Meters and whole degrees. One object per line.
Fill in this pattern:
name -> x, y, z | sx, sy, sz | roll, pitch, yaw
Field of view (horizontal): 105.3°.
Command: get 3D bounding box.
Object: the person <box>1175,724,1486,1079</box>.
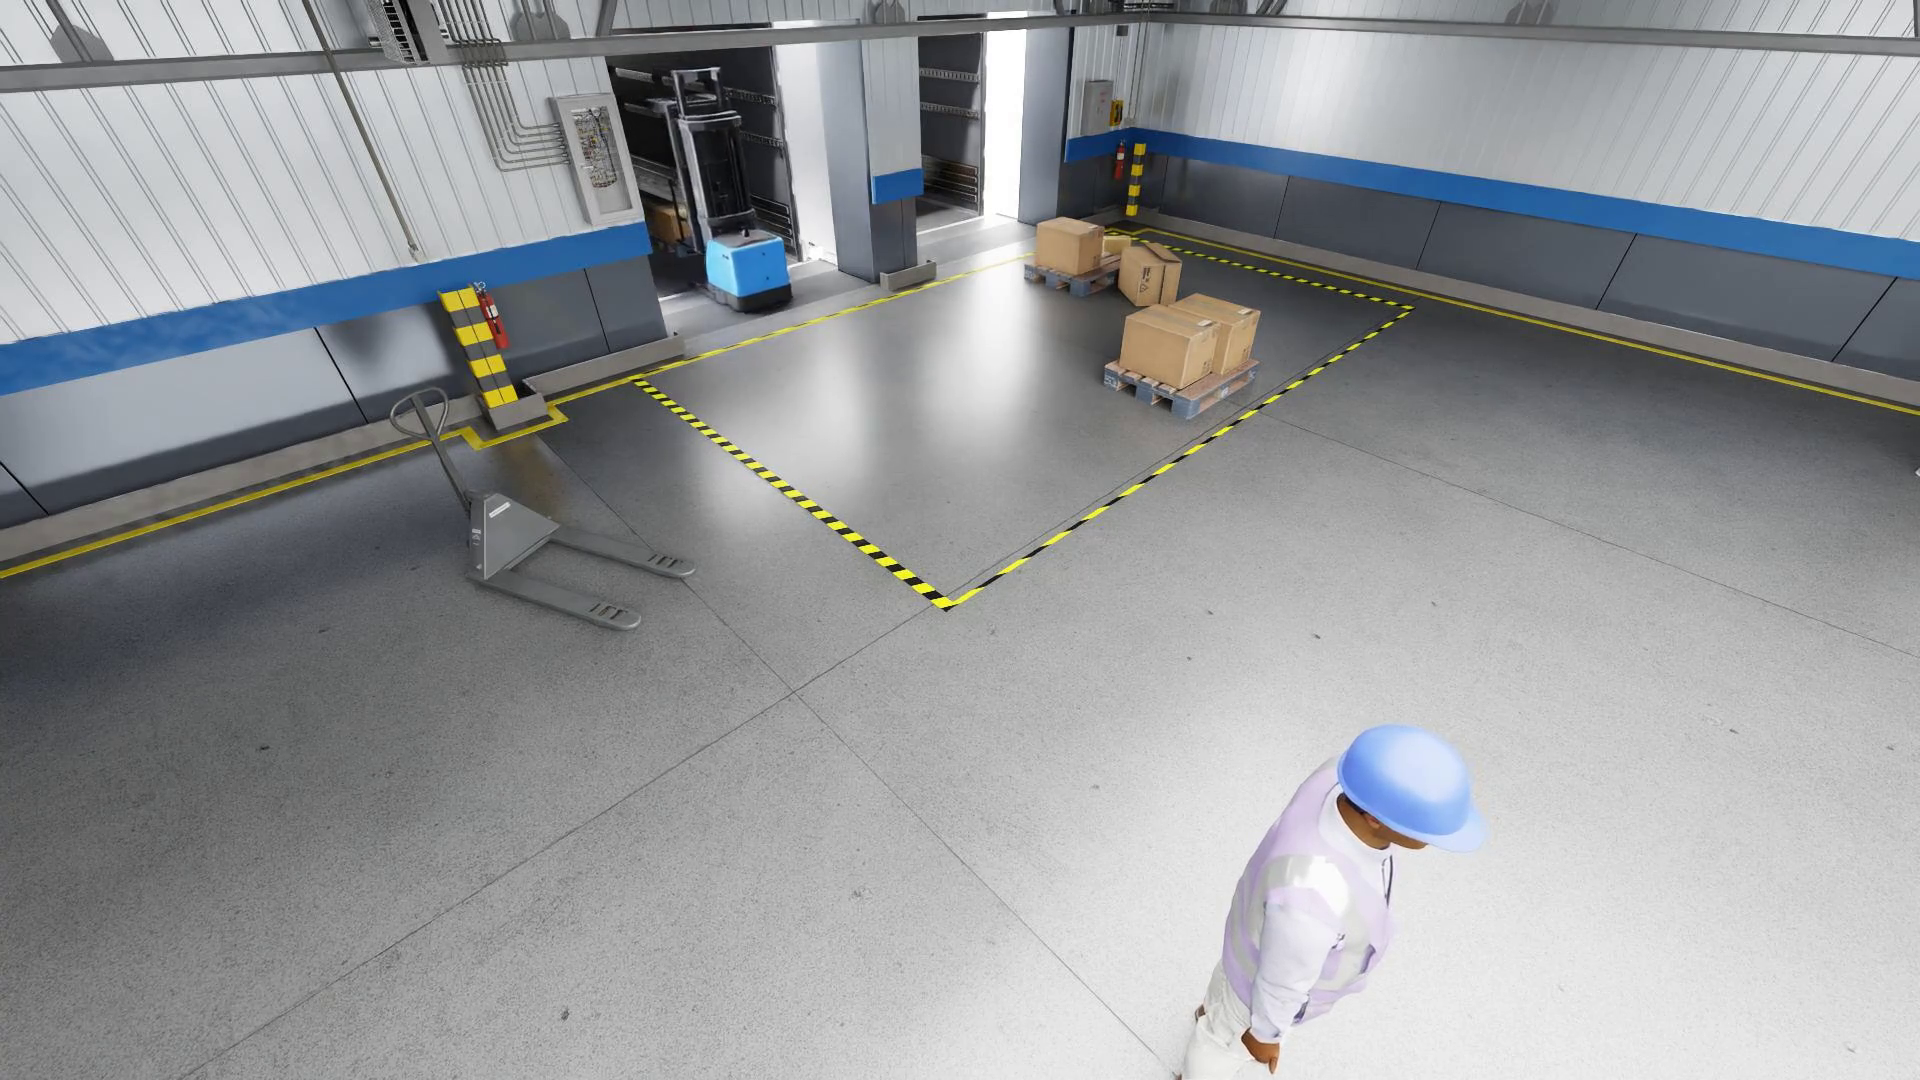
person -> 0.966, 1.196, 2.146 | 0.384, 1.949, 0.603 | 23, 43, 27

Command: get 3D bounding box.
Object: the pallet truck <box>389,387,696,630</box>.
pallet truck -> -2.613, -0.247, 4.593 | 1.601, 1.201, 0.680 | 14, 40, 17

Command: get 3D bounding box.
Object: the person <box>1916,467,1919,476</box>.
person -> 7.937, -1.148, 5.345 | 0.486, 1.743, 0.311 | 3, 38, 4

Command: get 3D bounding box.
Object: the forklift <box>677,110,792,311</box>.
forklift -> -2.617, -3.799, 8.533 | 0.716, 2.013, 0.776 | -30, 47, -33
